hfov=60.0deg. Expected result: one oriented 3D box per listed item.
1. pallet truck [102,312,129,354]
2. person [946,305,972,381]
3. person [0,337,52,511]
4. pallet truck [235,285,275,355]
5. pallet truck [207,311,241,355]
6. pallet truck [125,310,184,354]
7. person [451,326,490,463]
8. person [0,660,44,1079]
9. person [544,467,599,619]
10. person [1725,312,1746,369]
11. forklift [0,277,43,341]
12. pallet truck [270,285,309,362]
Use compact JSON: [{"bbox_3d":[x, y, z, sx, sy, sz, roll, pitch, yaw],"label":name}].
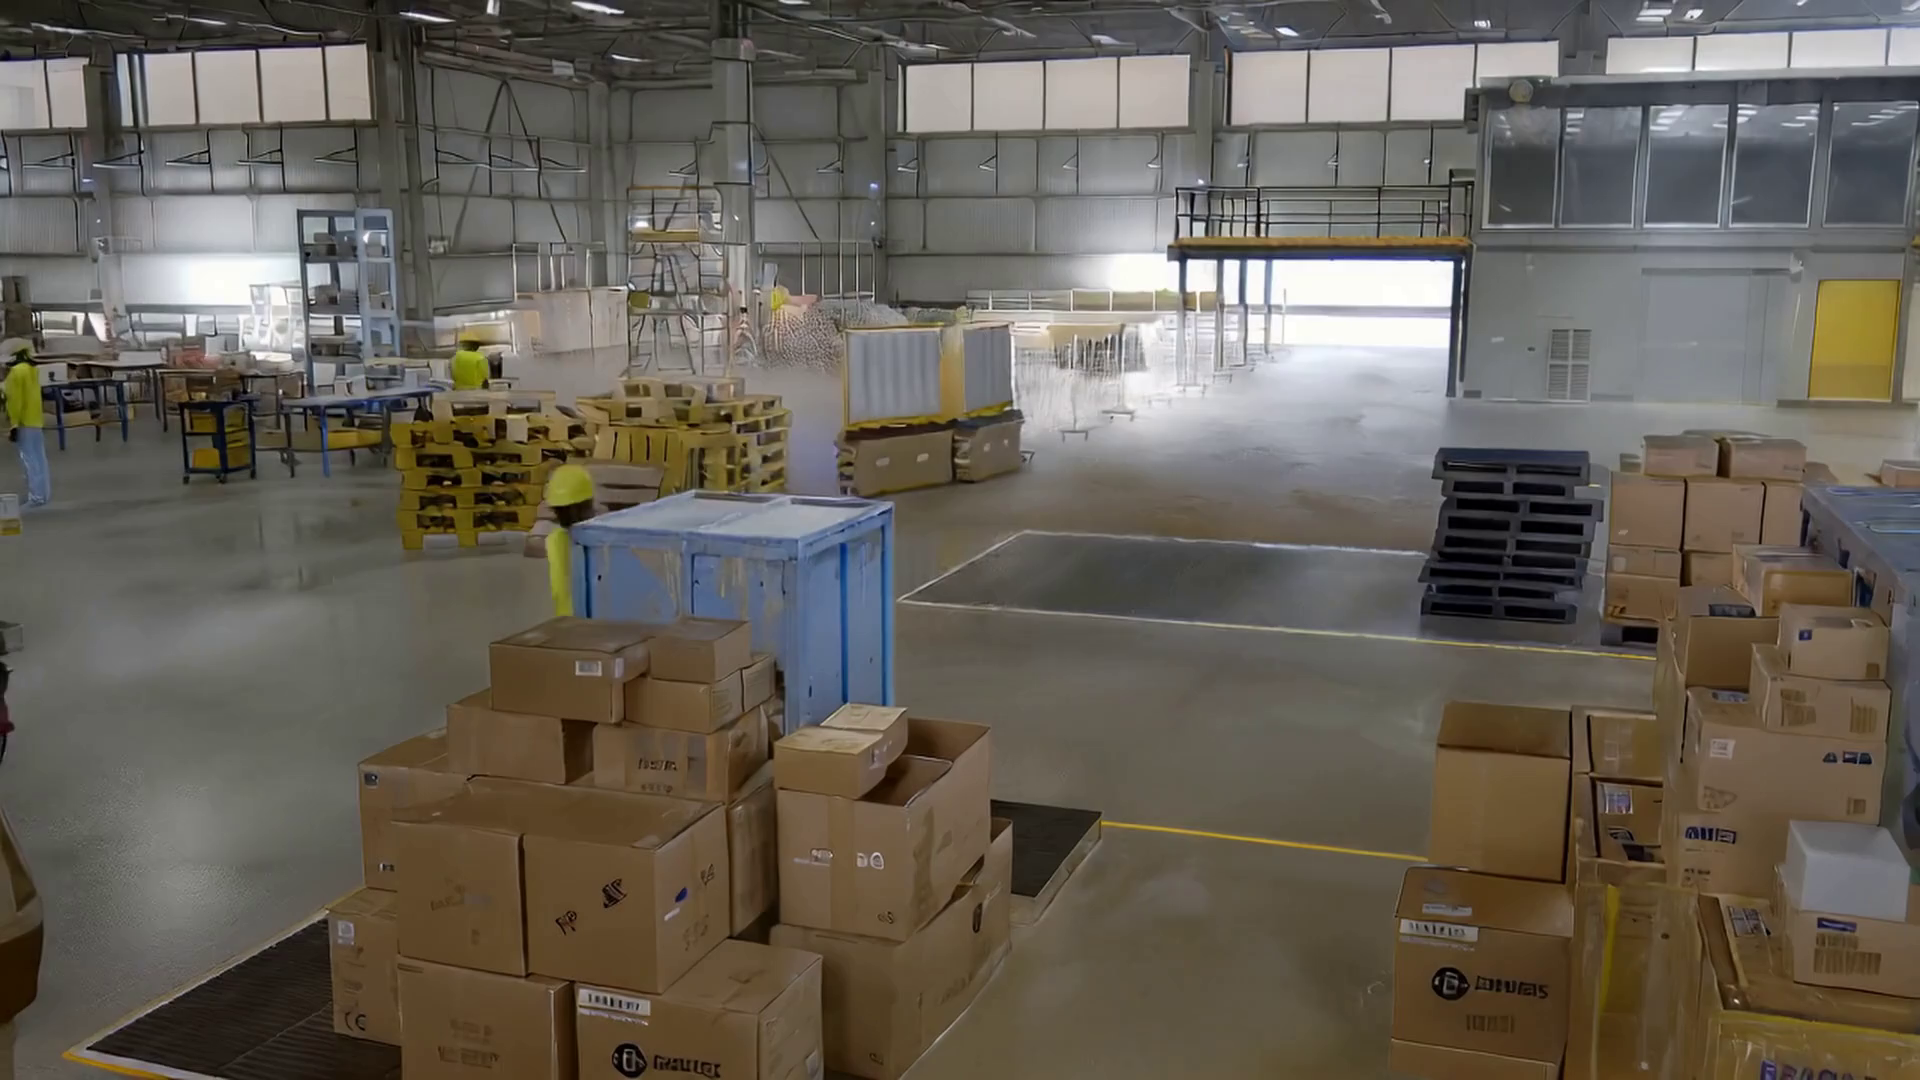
[{"bbox_3d":[-23.057,-5.777,46.261,0.680,1.201,1.601,3,11,19],"label":"pallet truck"},{"bbox_3d":[-0.015,-4.378,37.016,0.553,1.720,0.495,2,10,12],"label":"person"},{"bbox_3d":[-10.710,-1.322,19.043,0.393,1.985,0.611,-1,10,-6],"label":"person"},{"bbox_3d":[-18.327,-5.835,44.421,0.823,1.965,1.885,4,11,23],"label":"pallet truck"},{"bbox_3d":[-19.537,-5.575,44.913,0.653,1.274,1.630,3,11,19],"label":"pallet truck"},{"bbox_3d":[-22.038,-5.665,45.457,0.704,1.261,1.522,3,11,17],"label":"pallet truck"},{"bbox_3d":[-6.730,-1.966,22.858,0.562,1.918,0.554,4,11,20],"label":"person"},{"bbox_3d":[-2.714,1.254,4.589,0.361,1.963,0.612,-5,11,-28],"label":"person"},{"bbox_3d":[-1.986,0.563,8.686,0.562,1.882,0.977,5,11,25],"label":"person"},{"bbox_3d":[18.279,-4.724,39.192,0.494,1.624,0.280,6,12,30],"label":"person"},{"bbox_3d":[-27.151,-6.329,46.328,1.157,1.987,2.680,3,11,17],"label":"forklift"},{"bbox_3d":[-17.147,-5.700,43.663,0.823,1.965,1.885,3,11,17],"label":"pallet truck"}]
